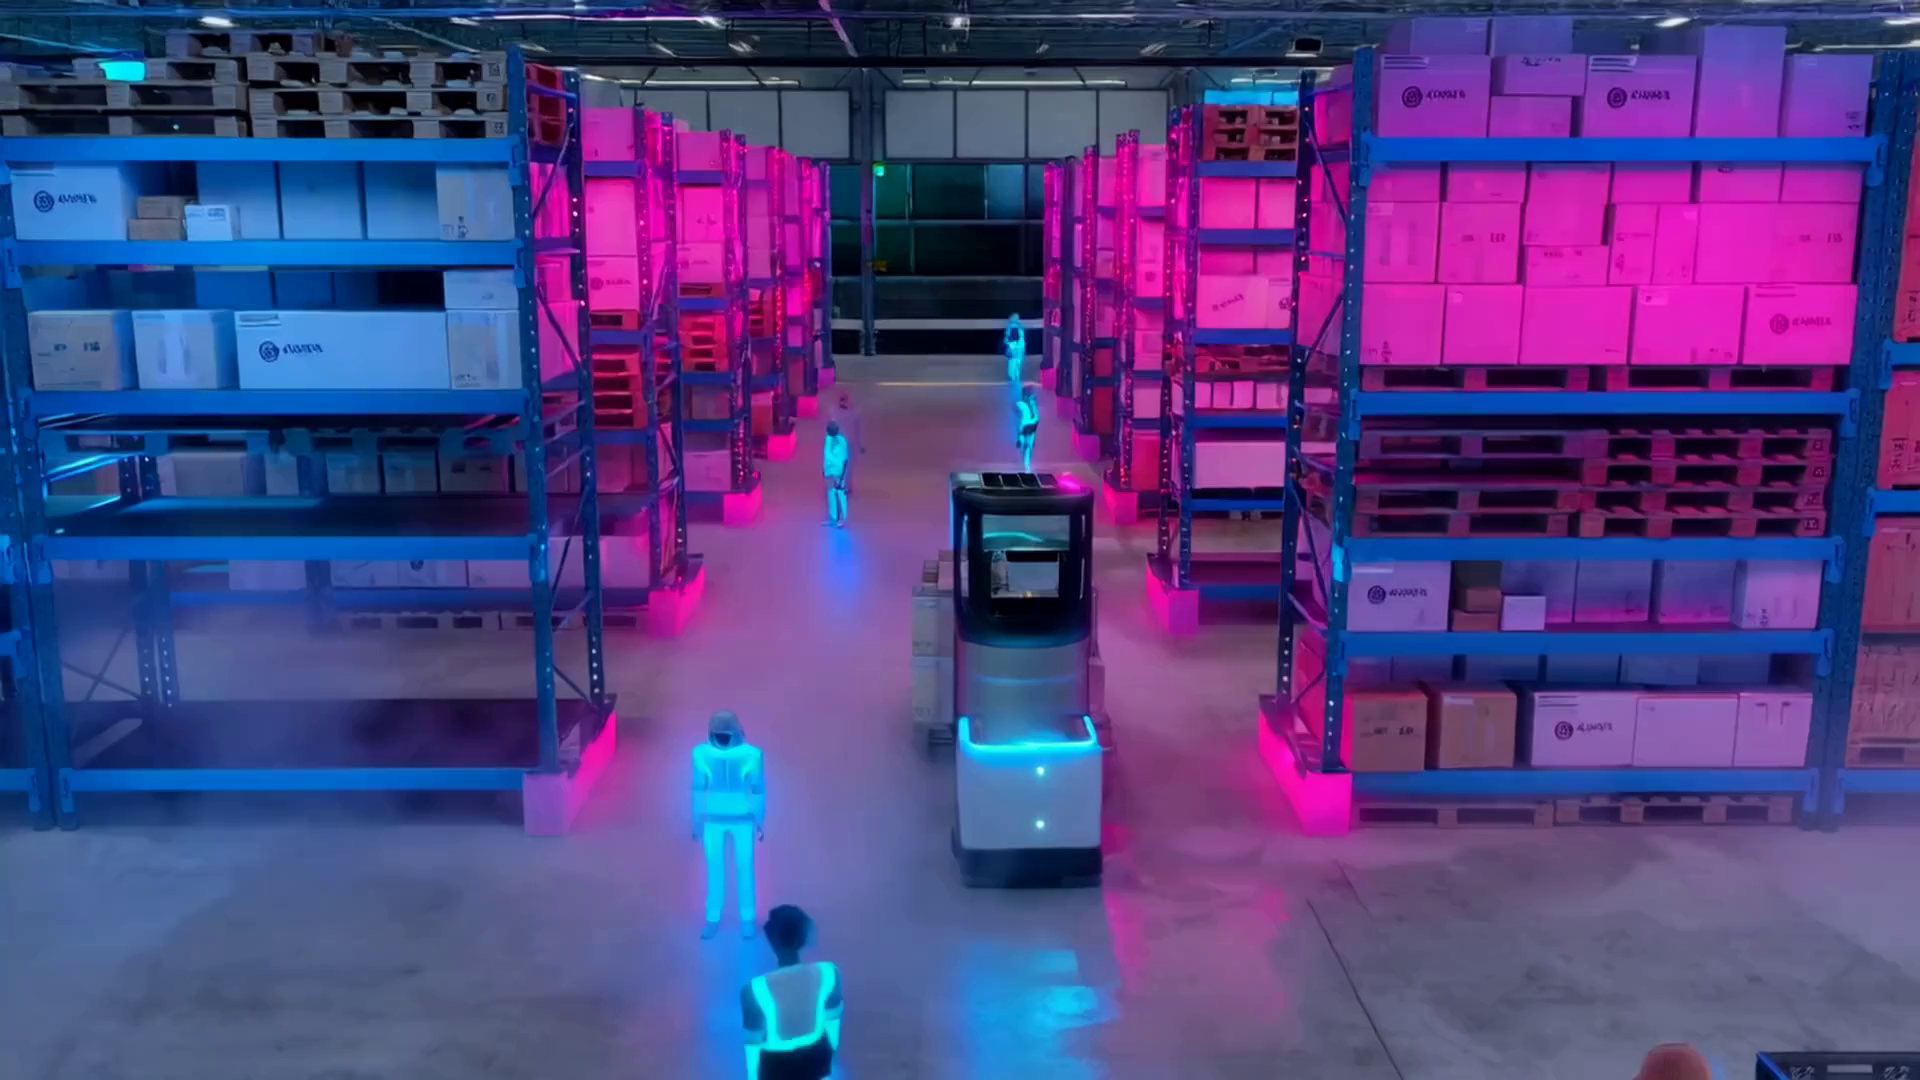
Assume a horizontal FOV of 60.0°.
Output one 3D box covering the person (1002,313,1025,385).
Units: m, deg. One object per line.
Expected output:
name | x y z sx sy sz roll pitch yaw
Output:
person | 1.496 -5.309 46.227 0.645 1.987 1.047 0 11 -2

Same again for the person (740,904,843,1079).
person | -0.788 2.567 8.022 0.539 1.658 0.863 -6 13 -27

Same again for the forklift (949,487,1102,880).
forklift | 0.495 0.986 12.813 1.129 2.768 1.873 0 11 -2

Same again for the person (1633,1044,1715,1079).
person | 2.773 2.805 6.331 0.978 1.882 0.534 6 13 28

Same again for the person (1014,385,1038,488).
person | 1.157 -1.804 29.206 0.389 1.850 0.567 8 14 33

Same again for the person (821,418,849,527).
person | -1.951 -1.049 25.845 0.539 1.695 0.319 10 15 41

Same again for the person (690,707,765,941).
person | -1.572 1.921 11.284 0.507 1.632 0.264 1 11 3

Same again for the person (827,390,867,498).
person | -1.939 -1.649 28.433 0.650 1.863 0.989 -2 12 -8
